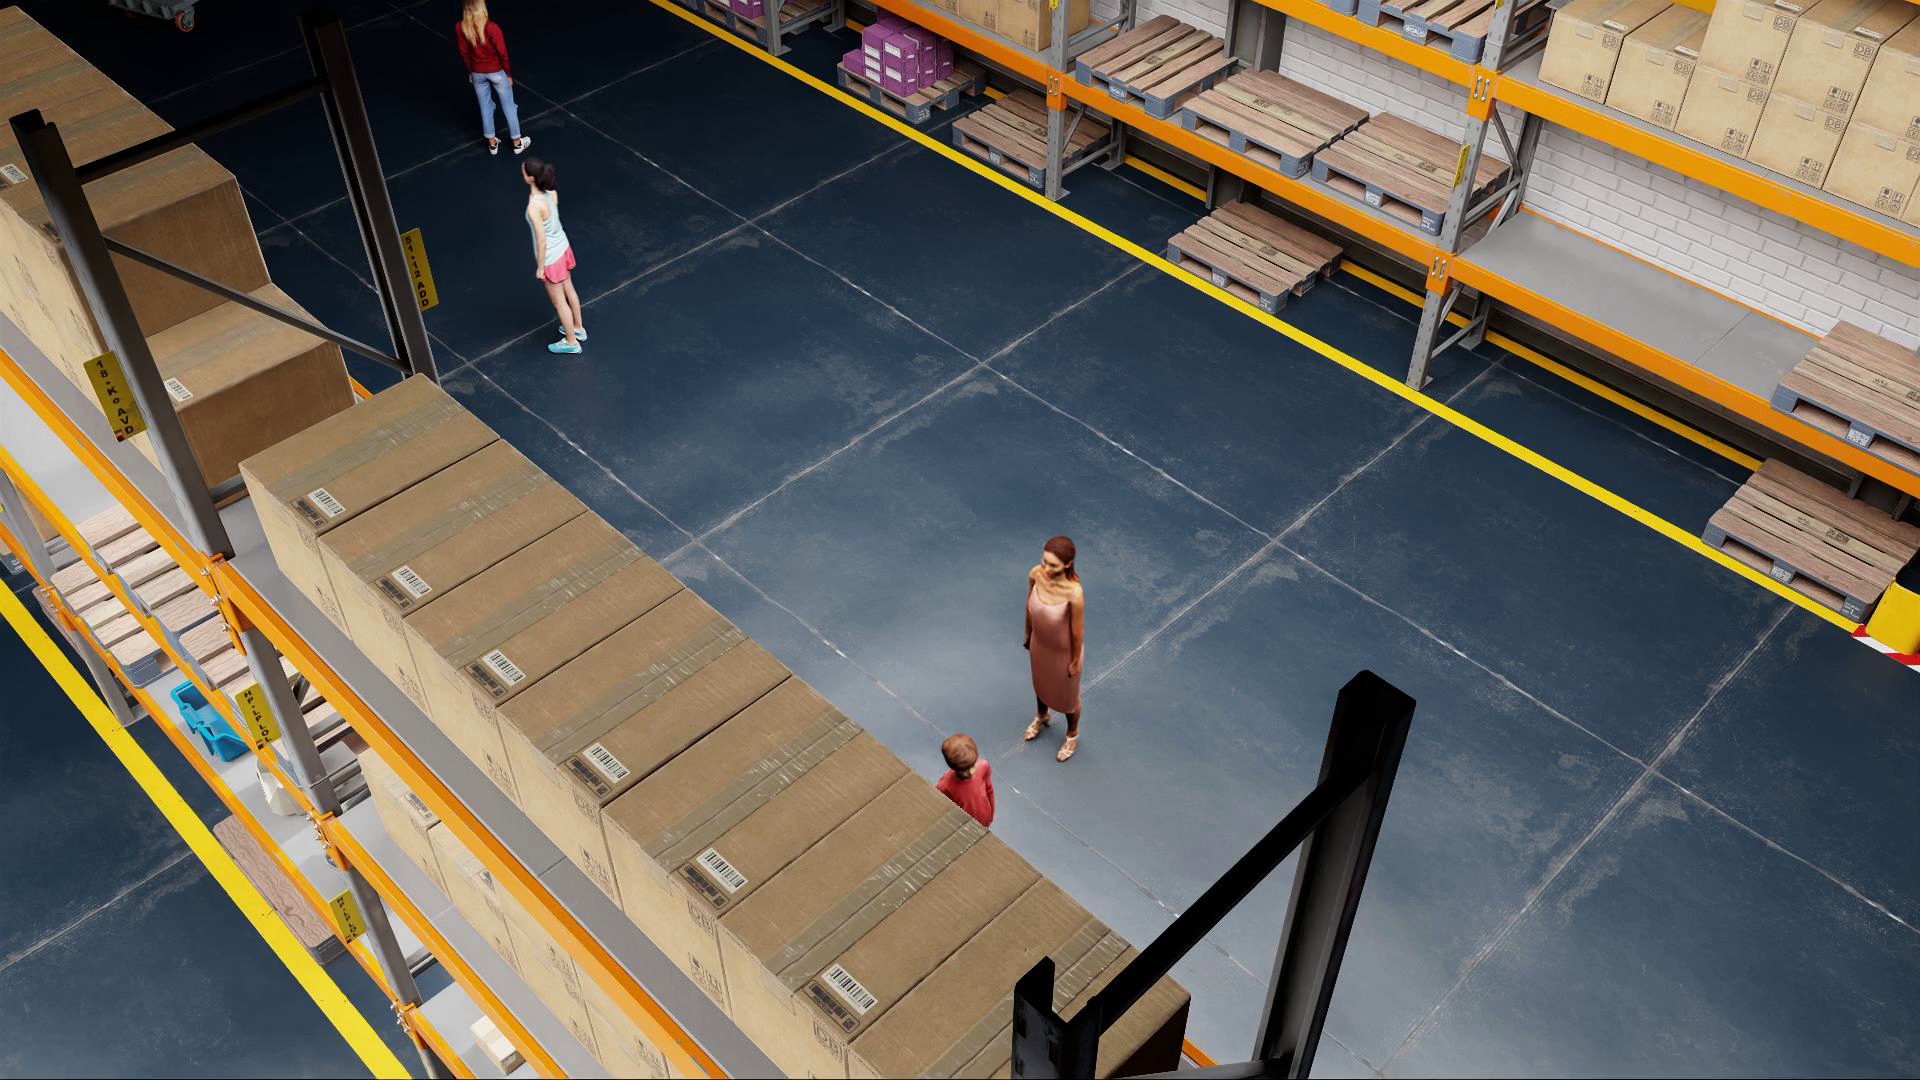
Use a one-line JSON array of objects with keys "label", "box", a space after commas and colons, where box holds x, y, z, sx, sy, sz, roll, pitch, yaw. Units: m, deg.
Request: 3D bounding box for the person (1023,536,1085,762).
[{"label": "person", "box": [0.598, 0.645, 10.200, 0.477, 1.830, 0.645, 30, 51, 28]}]

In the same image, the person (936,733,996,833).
[{"label": "person", "box": [0.011, 1.571, 9.541, 0.614, 1.399, 0.822, -24, 49, -23]}]

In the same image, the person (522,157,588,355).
[{"label": "person", "box": [-3.271, -2.278, 13.316, 0.724, 1.764, 0.692, 8, 44, 8]}]

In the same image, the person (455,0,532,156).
[{"label": "person", "box": [-4.424, -4.397, 15.634, 0.669, 1.635, 0.742, 2, 44, 3]}]
